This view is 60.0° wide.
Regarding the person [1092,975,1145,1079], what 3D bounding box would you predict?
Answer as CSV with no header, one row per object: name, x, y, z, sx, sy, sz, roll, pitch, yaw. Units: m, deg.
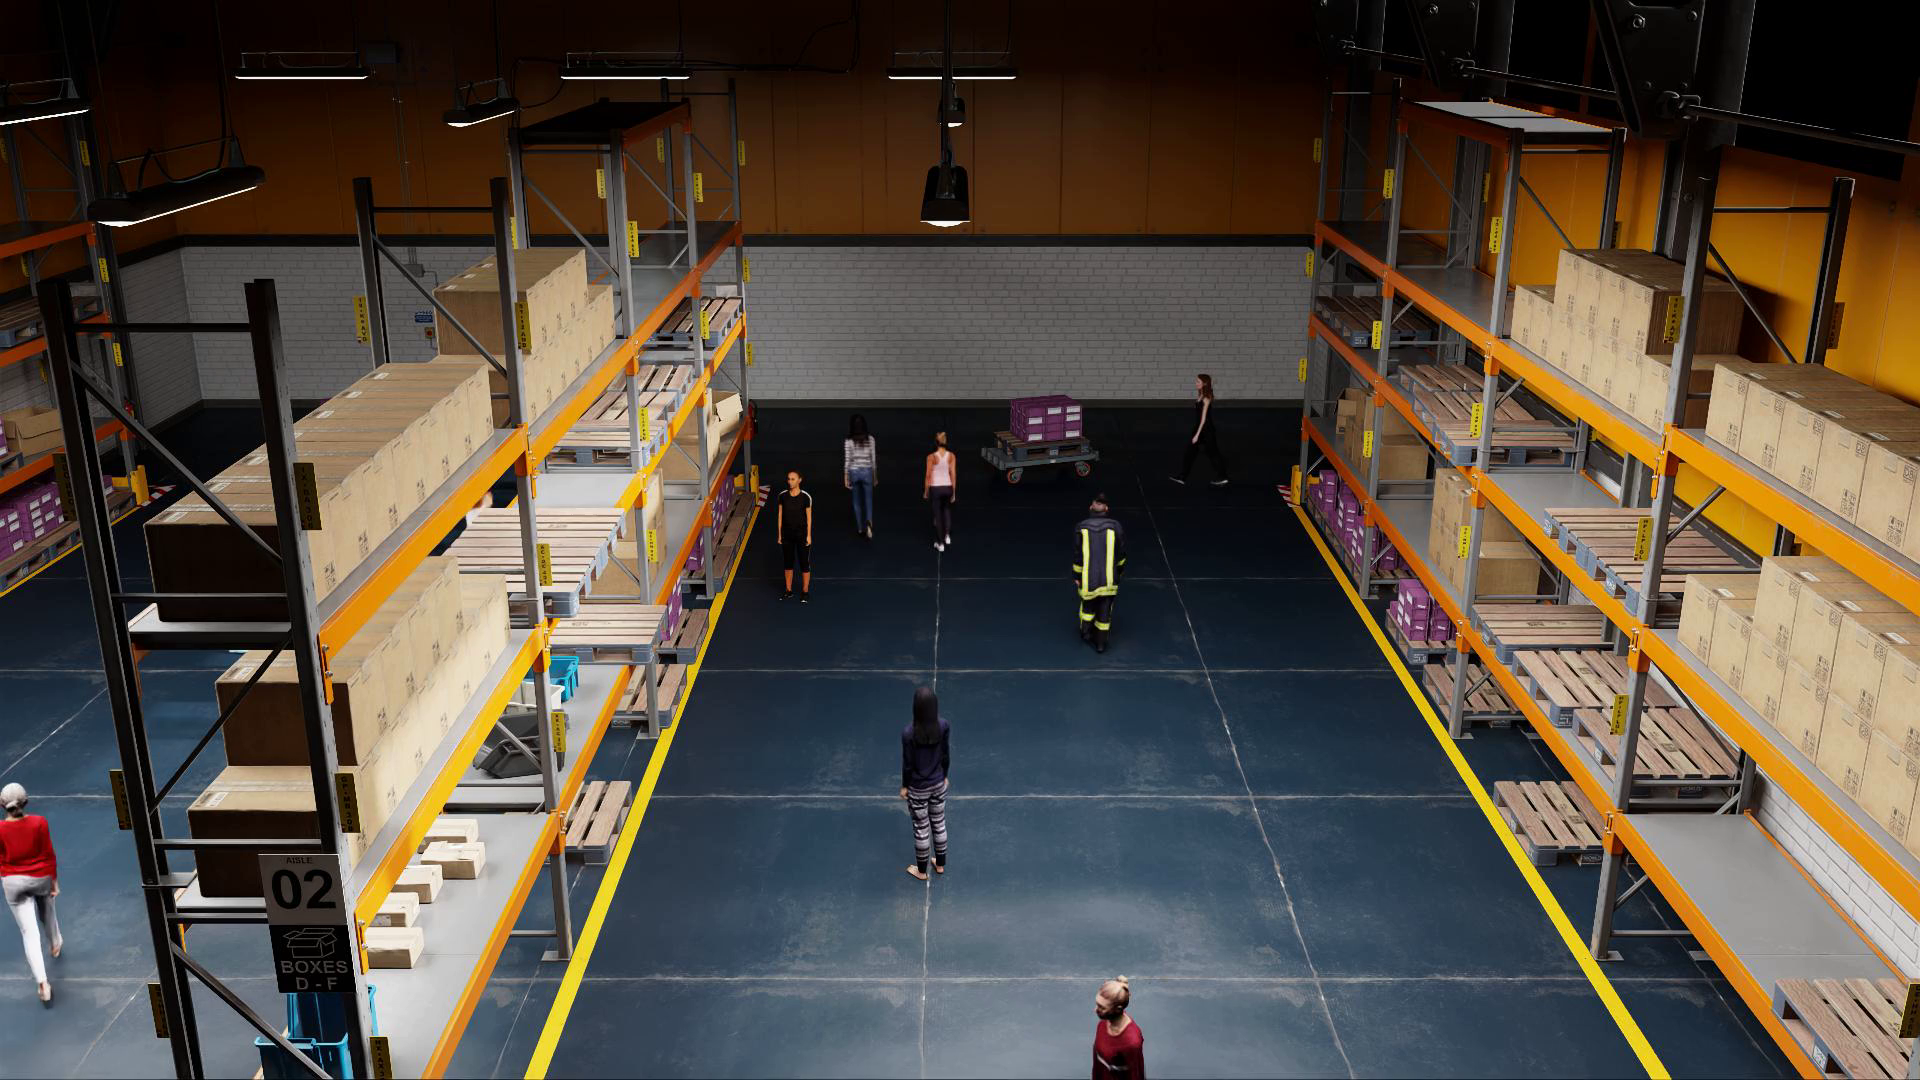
person,1.050,3.377,10.077,0.896,1.666,0.974,-5,19,-16

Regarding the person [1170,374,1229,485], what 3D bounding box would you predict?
person,3.761,-1.611,24.845,0.867,1.693,1.126,-6,19,-16

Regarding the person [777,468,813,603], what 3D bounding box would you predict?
person,-2.009,-0.074,20.323,0.632,1.668,0.597,5,19,13

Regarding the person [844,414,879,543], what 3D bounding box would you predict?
person,-1.301,-0.787,22.260,0.726,1.782,0.902,-5,19,-13

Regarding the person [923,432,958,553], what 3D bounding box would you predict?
person,-0.227,-0.629,22.021,0.661,1.634,0.708,-7,20,-19

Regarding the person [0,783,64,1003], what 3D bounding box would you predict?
person,-6.902,2.631,12.327,0.917,1.643,1.174,-10,21,-27

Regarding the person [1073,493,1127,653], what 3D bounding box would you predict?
person,1.558,0.377,18.698,0.798,1.849,0.850,2,19,7

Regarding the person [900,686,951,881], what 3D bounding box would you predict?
person,-0.281,2.029,13.975,0.682,1.734,0.678,-10,21,-27
